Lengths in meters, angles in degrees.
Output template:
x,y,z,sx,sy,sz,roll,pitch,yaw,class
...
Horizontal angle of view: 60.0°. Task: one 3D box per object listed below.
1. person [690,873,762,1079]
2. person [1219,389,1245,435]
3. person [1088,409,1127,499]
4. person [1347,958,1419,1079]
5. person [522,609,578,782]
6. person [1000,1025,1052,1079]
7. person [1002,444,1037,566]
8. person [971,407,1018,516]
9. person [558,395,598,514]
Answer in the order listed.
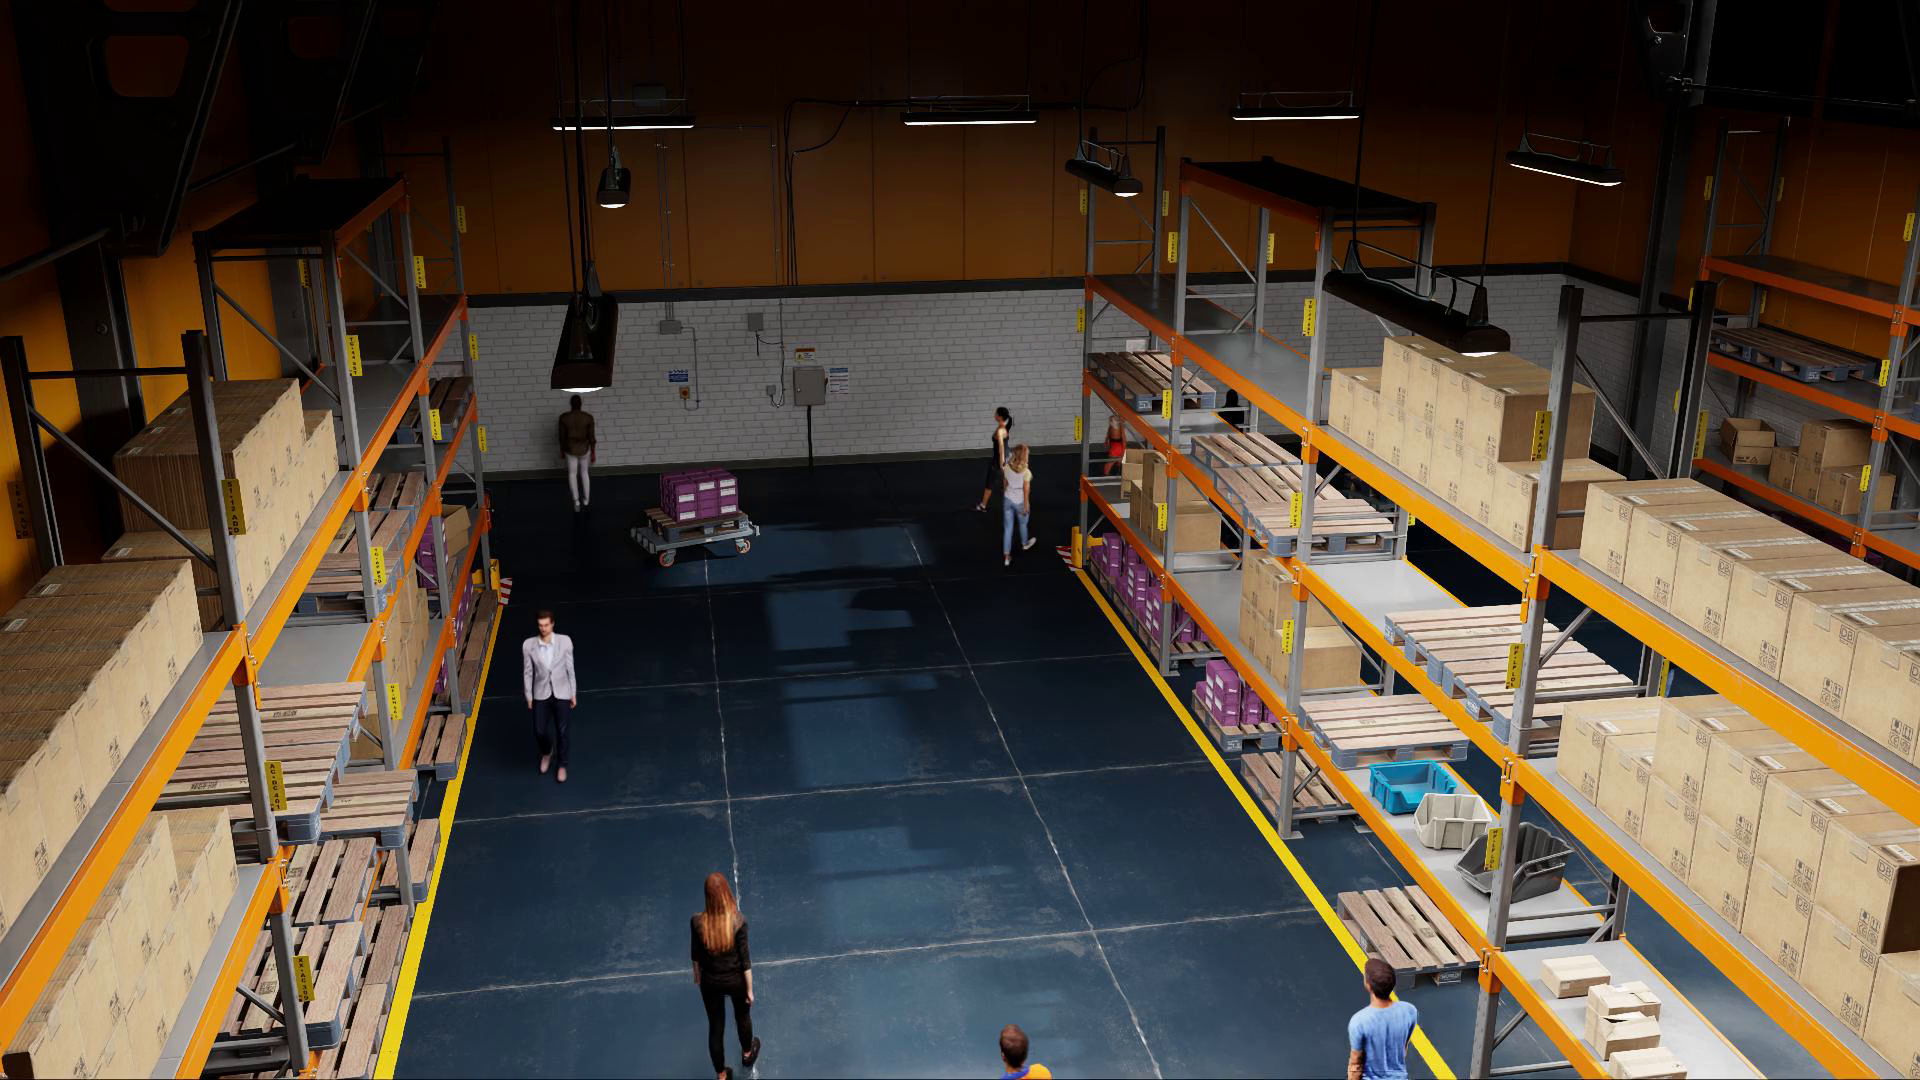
x,y,z,sx,sy,sz,roll,pitch,yaw,class
-1.746,3.259,12.098,0.779,1.697,0.914,3,19,7,person
4.347,-1.647,26.797,0.576,1.614,0.564,-3,19,-9,person
2.538,-1.446,25.983,0.661,1.753,1.029,-3,19,-10,person
2.766,3.629,10.792,0.642,1.830,1.174,-2,19,-7,person
-4.154,1.540,16.981,0.675,1.840,0.671,-3,19,-10,person
0.351,3.810,10.205,0.794,1.861,0.807,-17,25,-41,person
0.738,-0.454,23.168,1.050,1.669,1.211,7,20,21,person
0.736,-1.154,25.237,1.099,1.675,1.150,9,21,24,person
-5.892,-1.323,25.526,0.789,1.811,1.021,-5,19,-15,person
